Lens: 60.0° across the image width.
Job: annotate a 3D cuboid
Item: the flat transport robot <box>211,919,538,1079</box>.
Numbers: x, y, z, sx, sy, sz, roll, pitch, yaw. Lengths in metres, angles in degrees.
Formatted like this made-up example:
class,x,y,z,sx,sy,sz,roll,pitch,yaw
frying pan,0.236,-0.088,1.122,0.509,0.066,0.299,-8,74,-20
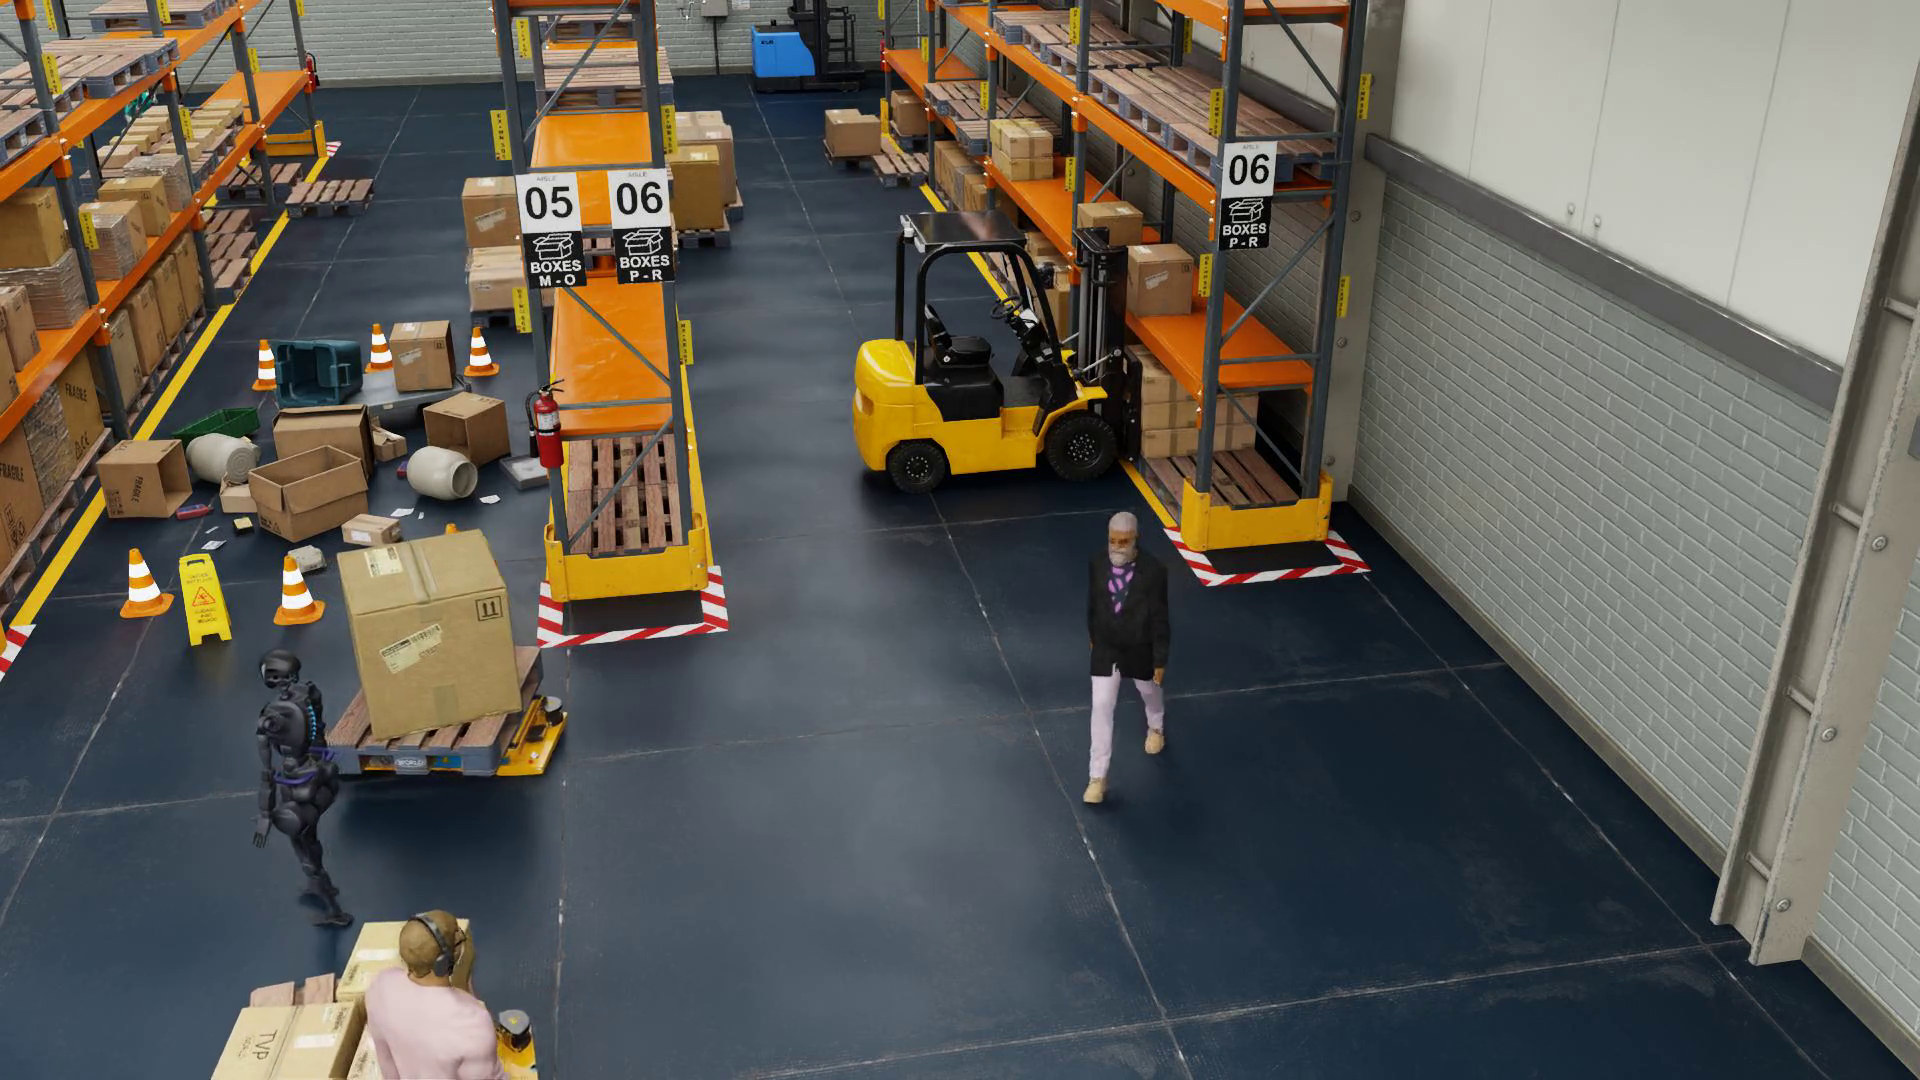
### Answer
class,x,y,z,sx,sy,sz,roll,pitch,yaw
flat transport robot,-2.698,2.598,7.719,1.431,0.231,0.659,-8,27,-16

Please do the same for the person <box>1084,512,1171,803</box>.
class,x,y,z,sx,sy,sz,roll,pitch,yaw
person,1.031,0.620,10.079,0.563,1.805,1.016,11,28,22

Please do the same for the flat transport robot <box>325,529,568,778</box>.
class,x,y,z,sx,sy,sz,roll,pitch,yaw
flat transport robot,-3.282,1.236,10.554,1.431,0.231,0.659,1,26,1

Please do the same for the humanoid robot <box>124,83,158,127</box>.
class,x,y,z,sx,sy,sz,roll,pitch,yaw
humanoid robot,-12.802,-6.920,25.811,0.774,1.738,0.530,20,32,36

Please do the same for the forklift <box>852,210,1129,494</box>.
class,x,y,z,sx,sy,sz,roll,pitch,yaw
forklift,0.216,-1.659,14.366,2.313,2.155,1.214,-5,26,-10

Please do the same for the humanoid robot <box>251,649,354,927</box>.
class,x,y,z,sx,sy,sz,roll,pitch,yaw
humanoid robot,-3.504,1.324,8.750,0.413,1.657,0.591,5,26,10

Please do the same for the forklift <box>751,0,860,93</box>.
class,x,y,z,sx,sy,sz,roll,pitch,yaw
forklift,-2.872,-9.679,30.288,1.873,2.768,1.129,-5,26,-10

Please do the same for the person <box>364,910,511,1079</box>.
class,x,y,z,sx,sy,sz,roll,pitch,yaw
person,-1.970,2.257,6.502,0.627,1.940,0.377,14,29,27
